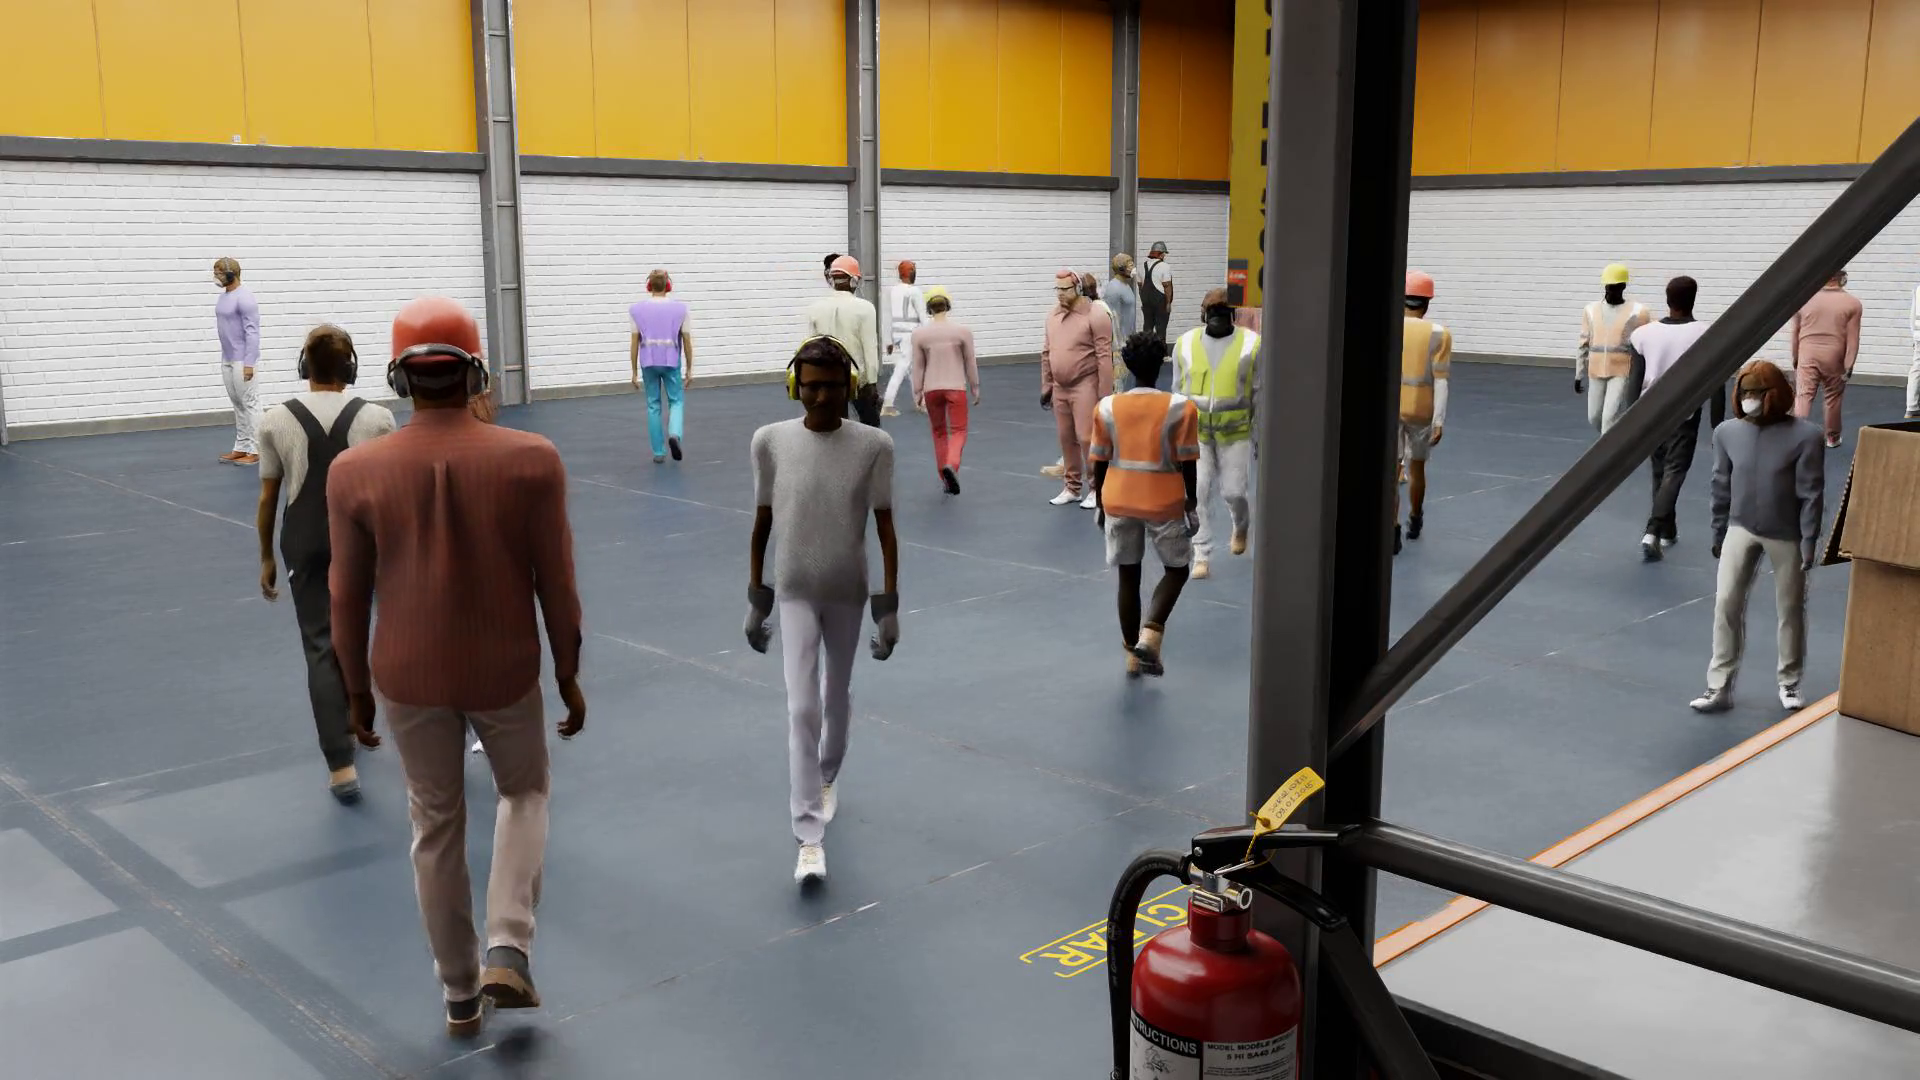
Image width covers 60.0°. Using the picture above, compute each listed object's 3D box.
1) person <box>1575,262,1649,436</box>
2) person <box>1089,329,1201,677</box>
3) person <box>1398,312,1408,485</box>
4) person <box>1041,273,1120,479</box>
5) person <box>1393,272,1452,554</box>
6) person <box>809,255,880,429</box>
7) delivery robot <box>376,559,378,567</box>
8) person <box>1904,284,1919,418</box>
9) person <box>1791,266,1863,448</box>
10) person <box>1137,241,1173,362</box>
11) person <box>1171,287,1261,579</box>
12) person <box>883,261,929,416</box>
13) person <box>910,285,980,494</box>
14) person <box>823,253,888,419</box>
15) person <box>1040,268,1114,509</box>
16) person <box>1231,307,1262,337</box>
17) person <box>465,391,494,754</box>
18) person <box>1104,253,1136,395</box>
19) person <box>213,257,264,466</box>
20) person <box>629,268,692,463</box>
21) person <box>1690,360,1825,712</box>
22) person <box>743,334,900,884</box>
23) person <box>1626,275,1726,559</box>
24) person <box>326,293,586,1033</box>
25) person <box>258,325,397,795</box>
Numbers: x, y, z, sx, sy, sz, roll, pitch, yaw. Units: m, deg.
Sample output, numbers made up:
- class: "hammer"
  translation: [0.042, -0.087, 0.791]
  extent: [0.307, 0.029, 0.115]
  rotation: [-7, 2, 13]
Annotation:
- class: "person"
  translation: [5.756, -1.492, 14.655]
  extent: [0.600, 1.903, 0.749]
  rotation: [10, 14, 44]
- class: "person"
  translation: [0.869, -0.155, 7.917]
  extent: [0.549, 1.686, 0.431]
  rotation: [4, 11, 22]
- class: "person"
  translation: [3.635, -1.485, 14.233]
  extent: [0.608, 2.044, 0.371]
  rotation: [3, 11, 15]
- class: "person"
  translation: [1.065, -1.418, 14.531]
  extent: [0.871, 1.797, 0.639]
  rotation: [0, 10, 1]
- class: "person"
  translation: [3.068, -0.886, 11.415]
  extent: [0.549, 1.883, 0.976]
  rotation: [3, 11, 15]
- class: "person"
  translation: [-0.890, -1.267, 13.245]
  extent: [0.629, 1.962, 0.579]
  rotation: [4, 11, 23]
- class: "delivery robot"
  translation: [-3.537, -0.046, 10.194]
  extent: [0.477, 0.478, 0.707]
  rotation: [-4, 11, -19]
- class: "person"
  translation: [11.232, -2.320, 19.231]
  extent: [0.355, 1.883, 0.575]
  rotation: [-2, 11, -10]
- class: "person"
  translation: [8.546, -1.799, 16.460]
  extent: [0.638, 1.858, 0.999]
  rotation: [8, 13, 36]
- class: "person"
  translation: [3.356, -4.040, 28.175]
  extent: [0.537, 2.000, 0.675]
  rotation: [-9, 14, -40]
- class: "person"
  translation: [1.643, -0.690, 10.528]
  extent: [0.634, 1.816, 0.720]
  rotation: [3, 11, 17]
- class: "person"
  translation: [-0.618, -2.391, 19.758]
  extent: [0.989, 1.836, 0.576]
  rotation: [-8, 13, -36]
- class: "person"
  translation: [-0.134, -1.209, 13.585]
  extent: [0.575, 1.721, 0.680]
  rotation: [2, 11, 9]
- class: "person"
  translation: [-1.263, -2.232, 18.596]
  extent: [0.808, 1.940, 0.612]
  rotation: [-2, 11, -9]
- class: "person"
  translation: [0.897, -1.181, 13.035]
  extent: [0.422, 1.886, 0.680]
  rotation: [-9, 14, -40]
- class: "person"
  translation: [3.183, -2.088, 18.365]
  extent: [0.871, 1.724, 0.555]
  rotation: [-10, 14, -43]
- class: "person"
  translation: [-2.002, 0.141, 6.613]
  extent: [0.509, 1.603, 0.733]
  rotation: [3, 11, 15]
- class: "person"
  translation: [1.724, -2.103, 17.886]
  extent: [0.363, 1.939, 0.636]
  rotation: [3, 11, 16]
- class: "person"
  translation: [-6.716, -1.660, 15.488]
  extent: [0.372, 1.935, 0.627]
  rotation: [-10, 14, -44]
- class: "person"
  translation: [-2.784, -1.606, 15.489]
  extent: [0.565, 1.831, 0.526]
  rotation: [-2, 11, -10]
- class: "person"
  translation: [3.596, -0.008, 7.437]
  extent: [0.591, 1.582, 0.502]
  rotation: [-10, 14, -43]
- class: "person"
  translation: [-0.478, 0.203, 5.693]
  extent: [0.530, 1.809, 1.021]
  rotation: [-1, 10, -7]
- class: "person"
  translation: [4.768, -0.827, 11.136]
  extent: [0.600, 1.885, 0.996]
  rotation: [8, 13, 38]
- class: "person"
  translation: [-1.325, 0.345, 4.414]
  extent: [0.644, 1.980, 0.434]
  rotation: [-2, 11, -12]
- class: "person"
  translation: [-2.463, 0.062, 6.525]
  extent: [0.539, 1.790, 0.963]
  rotation: [-4, 11, -21]
